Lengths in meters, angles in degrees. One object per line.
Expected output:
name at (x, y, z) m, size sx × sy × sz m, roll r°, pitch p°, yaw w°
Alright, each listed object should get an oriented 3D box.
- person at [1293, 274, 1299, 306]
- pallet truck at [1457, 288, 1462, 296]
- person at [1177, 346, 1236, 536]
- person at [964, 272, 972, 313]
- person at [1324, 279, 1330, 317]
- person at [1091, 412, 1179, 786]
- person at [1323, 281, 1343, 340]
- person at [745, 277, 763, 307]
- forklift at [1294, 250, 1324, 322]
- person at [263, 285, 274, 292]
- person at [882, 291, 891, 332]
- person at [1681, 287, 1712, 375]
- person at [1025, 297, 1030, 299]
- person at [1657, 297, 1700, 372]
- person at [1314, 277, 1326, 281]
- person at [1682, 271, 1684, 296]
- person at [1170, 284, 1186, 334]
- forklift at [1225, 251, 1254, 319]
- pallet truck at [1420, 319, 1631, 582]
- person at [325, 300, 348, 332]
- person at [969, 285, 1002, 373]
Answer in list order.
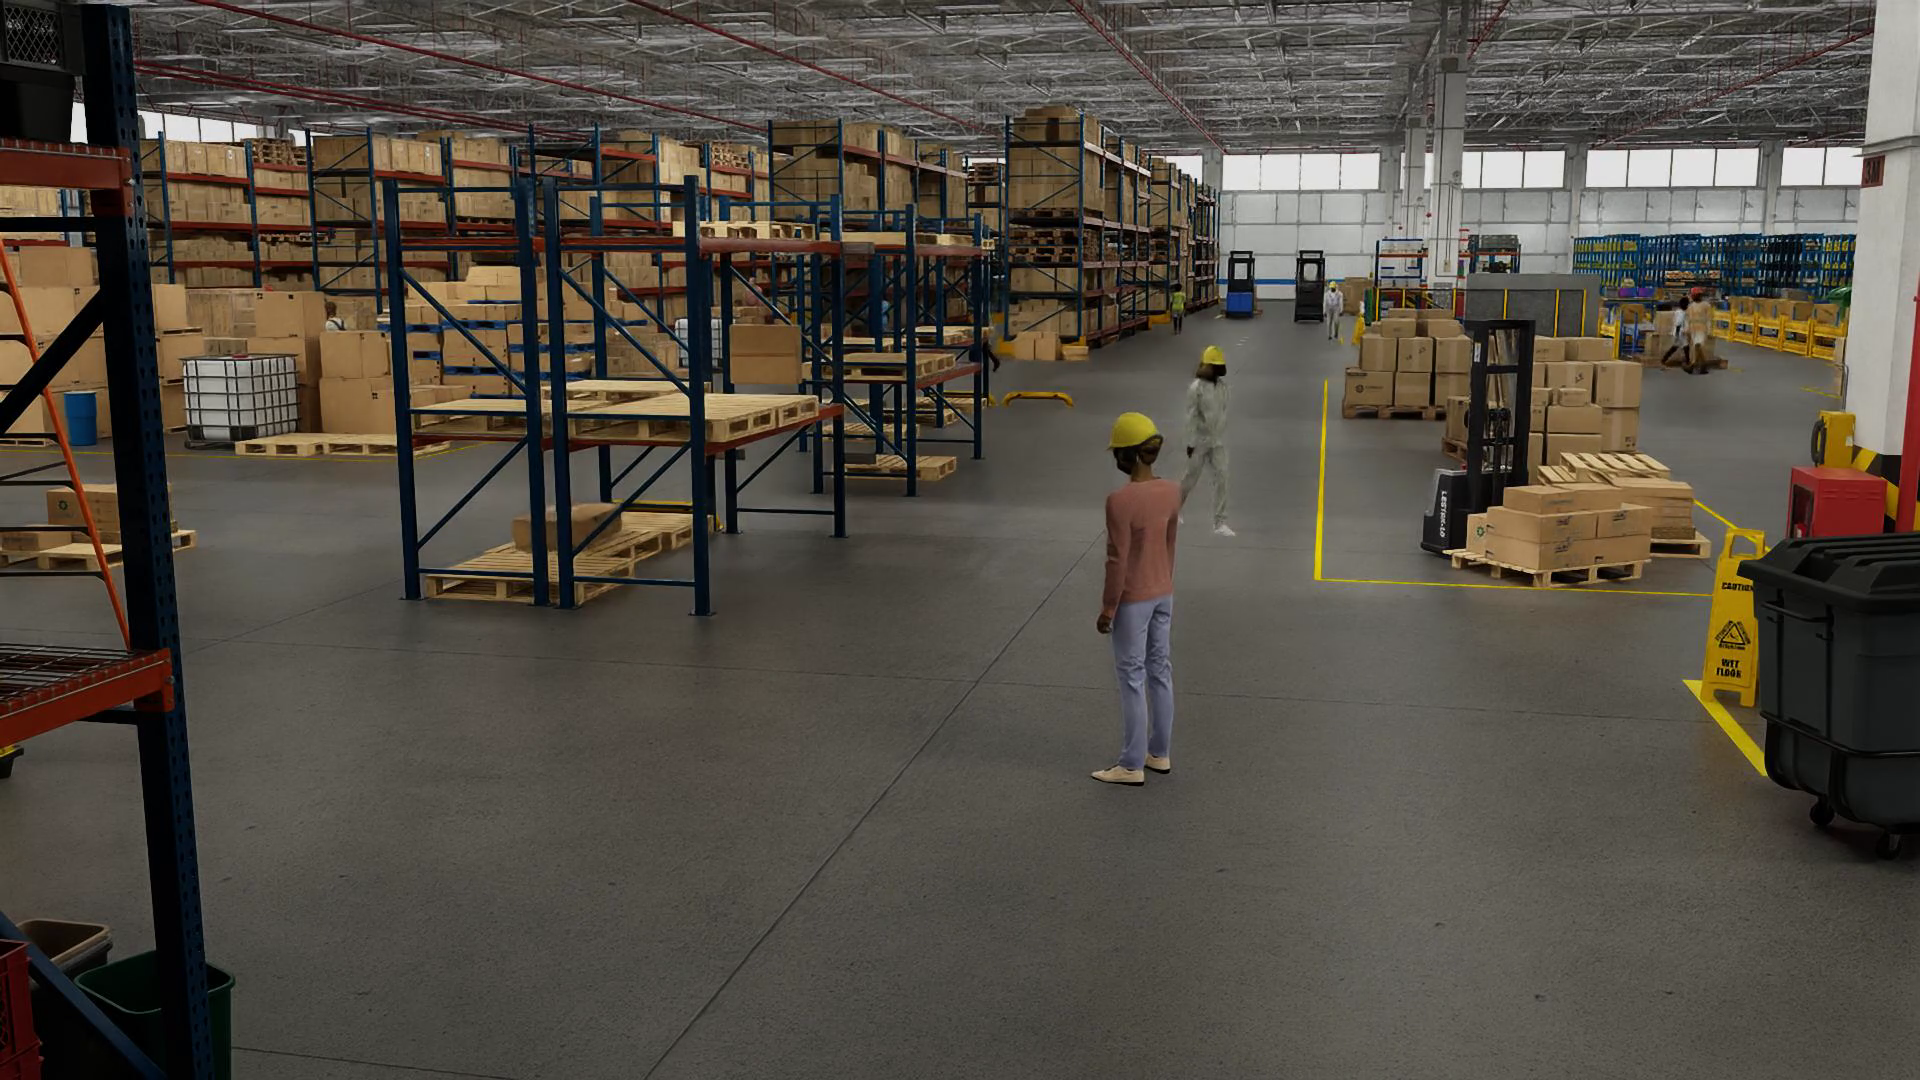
person at (18.019, -13.314, 88.473) m, size 0.661 × 1.720 × 0.493 m, roll 8°, pitch 13°, yaw 41°
pallet truck at (20.506, -9.785, 68.819) m, size 0.653 × 1.274 × 1.630 m, roll 2°, pitch 10°, yaw 12°
person at (2.204, -0.919, 15.139) m, size 0.497 × 1.711 × 0.823 m, roll -5°, pitch 11°, yaw -28°
person at (0.479, -11.478, 77.037) m, size 0.558 × 1.915 × 0.812 m, roll 1°, pitch 10°, yaw 8°
person at (15.575, -10.290, 70.843) m, size 0.515 × 1.623 × 0.298 m, roll -5°, pitch 11°, yaw -29°
person at (0.832, 0.277, 7.864) m, size 0.312 × 1.768 × 0.524 m, roll 8°, pitch 12°, yaw 39°
person at (11.462, -7.059, 51.152) m, size 0.591 × 1.818 × 0.424 m, roll 3°, pitch 10°, yaw 16°
person at (-6.529, -7.314, 52.389) m, size 0.639 × 1.911 × 0.406 m, roll 6°, pitch 11°, yaw 30°
forklift at (13.778, -10.002, 65.433) m, size 1.129 × 2.768 × 1.873 m, roll 2°, pitch 10°, yaw 12°
person at (-14.178, -4.256, 34.194) m, size 0.358 × 1.937 × 0.548 m, roll 1°, pitch 10°, yaw 4°
person at (-2.018, -5.706, 43.558) m, size 0.539 × 1.666 × 0.769 m, roll 3°, pitch 10°, yaw 16°
person at (15.750, -4.469, 35.643) m, size 0.987 × 1.869 × 0.544 m, roll -5°, pitch 11°, yaw -26°
person at (2.517, -8.262, 57.919) m, size 0.632 × 1.936 × 0.359 m, roll -8°, pitch 13°, yaw -41°
person at (15.869, -4.537, 36.701) m, size 0.854 × 1.656 × 0.528 m, roll 4°, pitch 10°, yaw 20°
person at (17.806, -12.353, 82.257) m, size 0.607 × 1.911 × 0.948 m, roll -3°, pitch 10°, yaw -16°
person at (35.585, -12.322, 81.792) m, size 0.382 × 1.995 × 0.612 m, roll 8°, pitch 12°, yaw 39°
person at (7.226, -7.648, 55.093) m, size 0.533 × 1.662 × 0.824 m, roll 1°, pitch 10°, yaw 7°
forklift at (11.690, -10.658, 69.320) m, size 1.129 × 2.768 × 1.873 m, roll 2°, pitch 10°, yaw 12°
pallet truck at (4.543, -0.757, 13.299) m, size 0.823 × 1.965 × 1.885 m, roll -4°, pitch 10°, yaw -22°
person at (-9.713, -2.798, 25.854) m, size 0.364 × 1.841 × 0.519 m, roll 3°, pitch 10°, yaw 18°
person at (0.449, -4.592, 36.193) m, size 0.820 × 1.944 × 0.627 m, roll -1°, pitch 10°, yaw -7°
